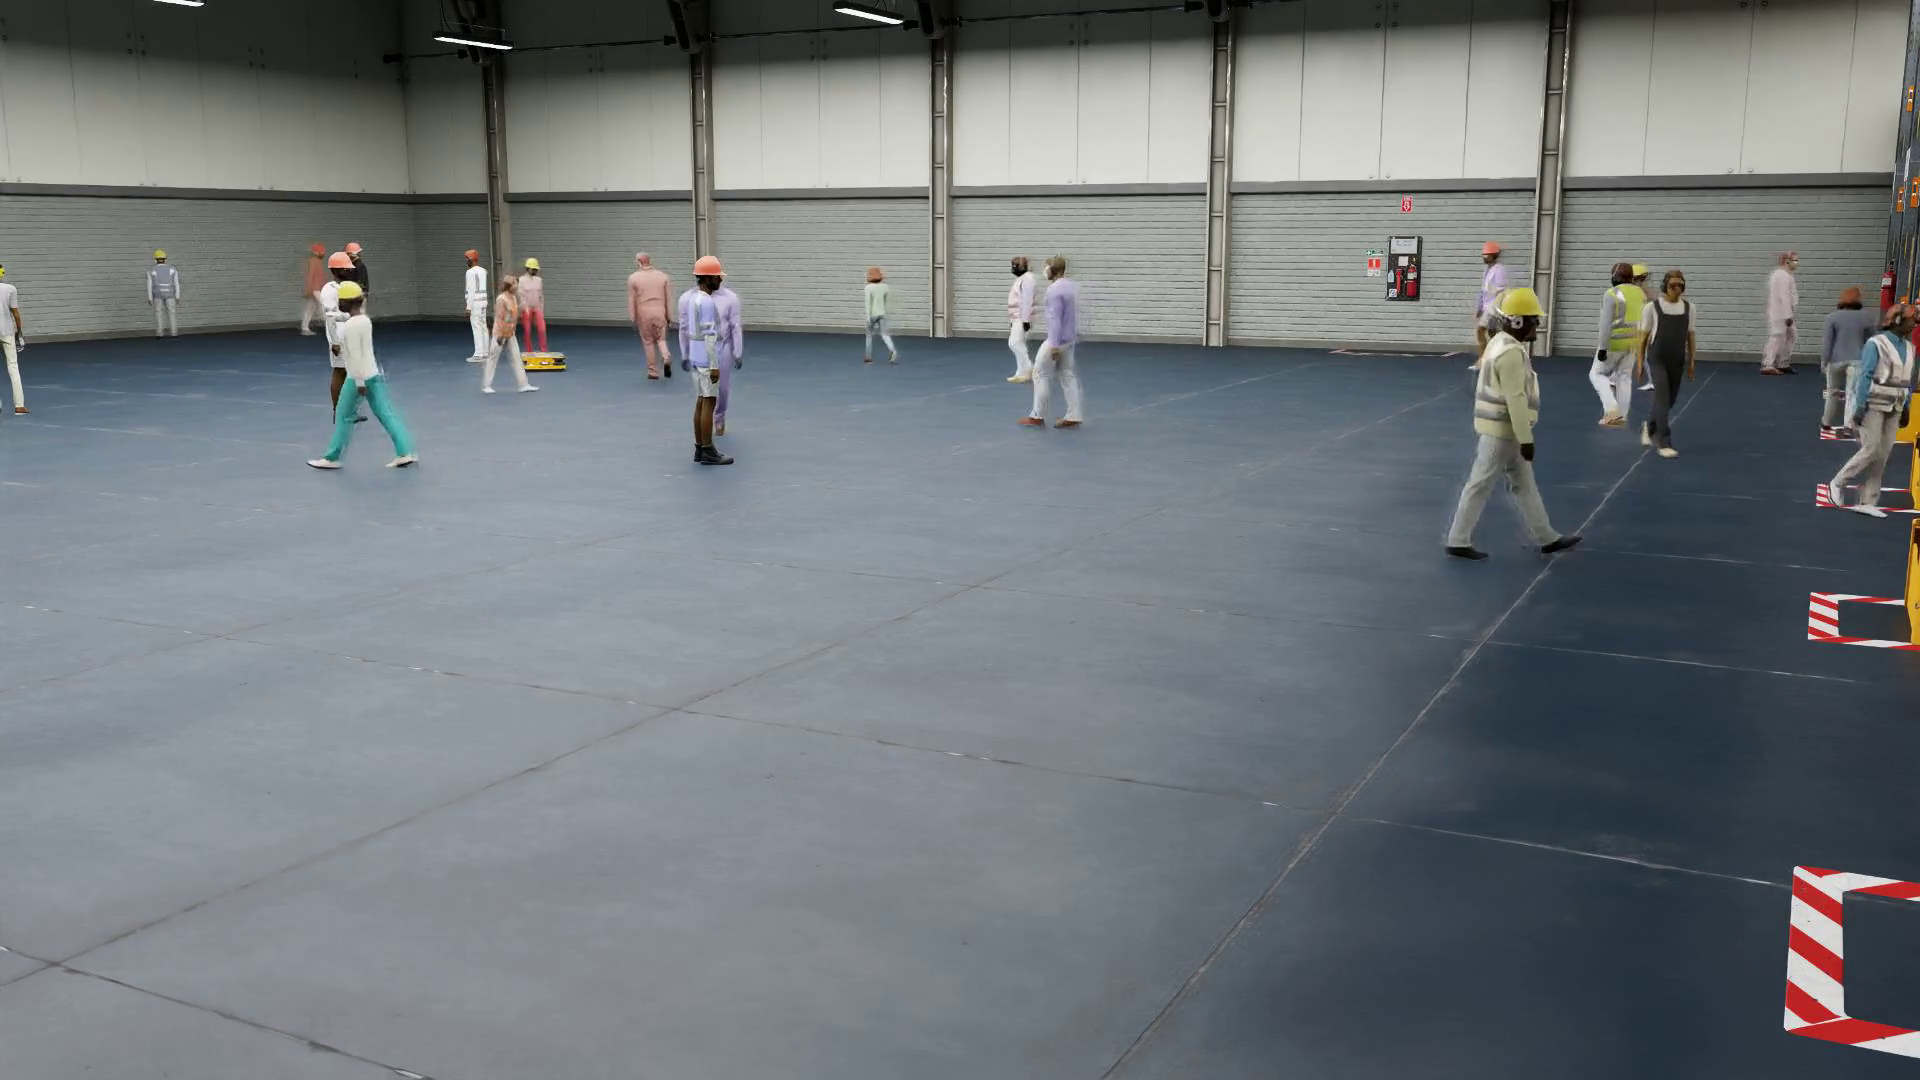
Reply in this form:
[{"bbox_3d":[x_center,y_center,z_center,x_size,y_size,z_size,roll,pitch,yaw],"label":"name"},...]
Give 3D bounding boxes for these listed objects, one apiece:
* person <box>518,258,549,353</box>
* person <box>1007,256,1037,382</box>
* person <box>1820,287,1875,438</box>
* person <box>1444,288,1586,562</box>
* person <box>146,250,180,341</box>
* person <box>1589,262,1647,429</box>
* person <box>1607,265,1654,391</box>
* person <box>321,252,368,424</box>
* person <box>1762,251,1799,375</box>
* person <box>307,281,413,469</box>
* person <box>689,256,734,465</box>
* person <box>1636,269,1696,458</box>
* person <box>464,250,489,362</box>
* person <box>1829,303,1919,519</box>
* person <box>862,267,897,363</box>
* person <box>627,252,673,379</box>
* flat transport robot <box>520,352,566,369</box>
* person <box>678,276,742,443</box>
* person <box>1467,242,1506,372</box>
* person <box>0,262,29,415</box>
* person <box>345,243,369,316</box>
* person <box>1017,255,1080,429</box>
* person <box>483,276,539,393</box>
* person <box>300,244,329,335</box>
[{"bbox_3d":[-7.314,-3.951,28.516,0.517,1.727,0.737,-9,14,-40],"label":"person"},{"bbox_3d":[0.876,-3.182,24.058,0.447,1.830,0.661,-1,10,-8],"label":"person"},{"bbox_3d":[9.432,-1.892,17.708,0.502,1.587,0.890,4,11,19],"label":"person"},{"bbox_3d":[3.615,-0.720,10.754,0.925,1.781,0.617,3,11,16],"label":"person"},{"bbox_3d":[-16.160,-4.961,33.752,0.599,1.830,0.404,-7,12,-33],"label":"person"},{"bbox_3d":[7.264,-2.139,18.366,0.659,1.829,0.450,-5,12,-27],"label":"person"},{"bbox_3d":[9.309,-2.934,23.000,0.905,1.715,0.536,9,14,41],"label":"person"},{"bbox_3d":[-7.003,-2.294,18.921,0.360,1.939,0.543,1,10,4],"label":"person"},{"bbox_3d":[12.624,-3.442,25.323,0.664,1.883,0.668,4,11,22],"label":"person"},{"bbox_3d":[-5.474,-1.492,15.167,0.922,1.721,0.527,1,10,4],"label":"person"},{"bbox_3d":[-2.337,-1.670,15.519,0.358,1.937,0.548,-4,11,-21],"label":"person"},{"bbox_3d":[6.878,-1.740,16.261,0.513,1.818,0.884,0,10,-1],"label":"person"},{"bbox_3d":[-8.176,-3.950,28.092,0.356,1.887,0.572,2,11,10],"label":"person"},{"bbox_3d":[6.974,-0.985,12.628,0.545,1.616,0.396,-4,11,-22],"label":"person"},{"bbox_3d":[-1.355,-3.726,27.631,0.503,1.613,0.737,-8,13,-37],"label":"person"},{"bbox_3d":[-4.580,-3.301,24.564,0.658,1.885,0.437,-6,12,-30],"label":"person"},{"bbox_3d":[-6.684,-2.873,26.626,0.652,0.197,1.431,-3,11,-16],"label":"flat transport robot"},{"bbox_3d":[-2.602,-1.974,17.356,0.651,1.875,0.881,-2,11,-9],"label":"person"},{"bbox_3d":[8.146,-3.606,25.836,0.722,2.021,0.649,0,10,0],"label":"person"},{"bbox_3d":[-11.389,-2.407,19.722,0.511,1.872,0.329,-4,11,-23],"label":"person"},{"bbox_3d":[-11.200,-4.526,30.946,0.398,1.989,0.621,-4,11,-22],"label":"person"},{"bbox_3d":[0.967,-2.171,18.323,0.815,1.908,0.651,4,11,21],"label":"person"},{"bbox_3d":[-6.158,-2.770,22.499,0.728,1.583,0.536,2,11,10],"label":"person"},{"bbox_3d":[-13.617,-5.321,35.418,1.073,1.927,0.612,-2,10,-8],"label":"person"}]
